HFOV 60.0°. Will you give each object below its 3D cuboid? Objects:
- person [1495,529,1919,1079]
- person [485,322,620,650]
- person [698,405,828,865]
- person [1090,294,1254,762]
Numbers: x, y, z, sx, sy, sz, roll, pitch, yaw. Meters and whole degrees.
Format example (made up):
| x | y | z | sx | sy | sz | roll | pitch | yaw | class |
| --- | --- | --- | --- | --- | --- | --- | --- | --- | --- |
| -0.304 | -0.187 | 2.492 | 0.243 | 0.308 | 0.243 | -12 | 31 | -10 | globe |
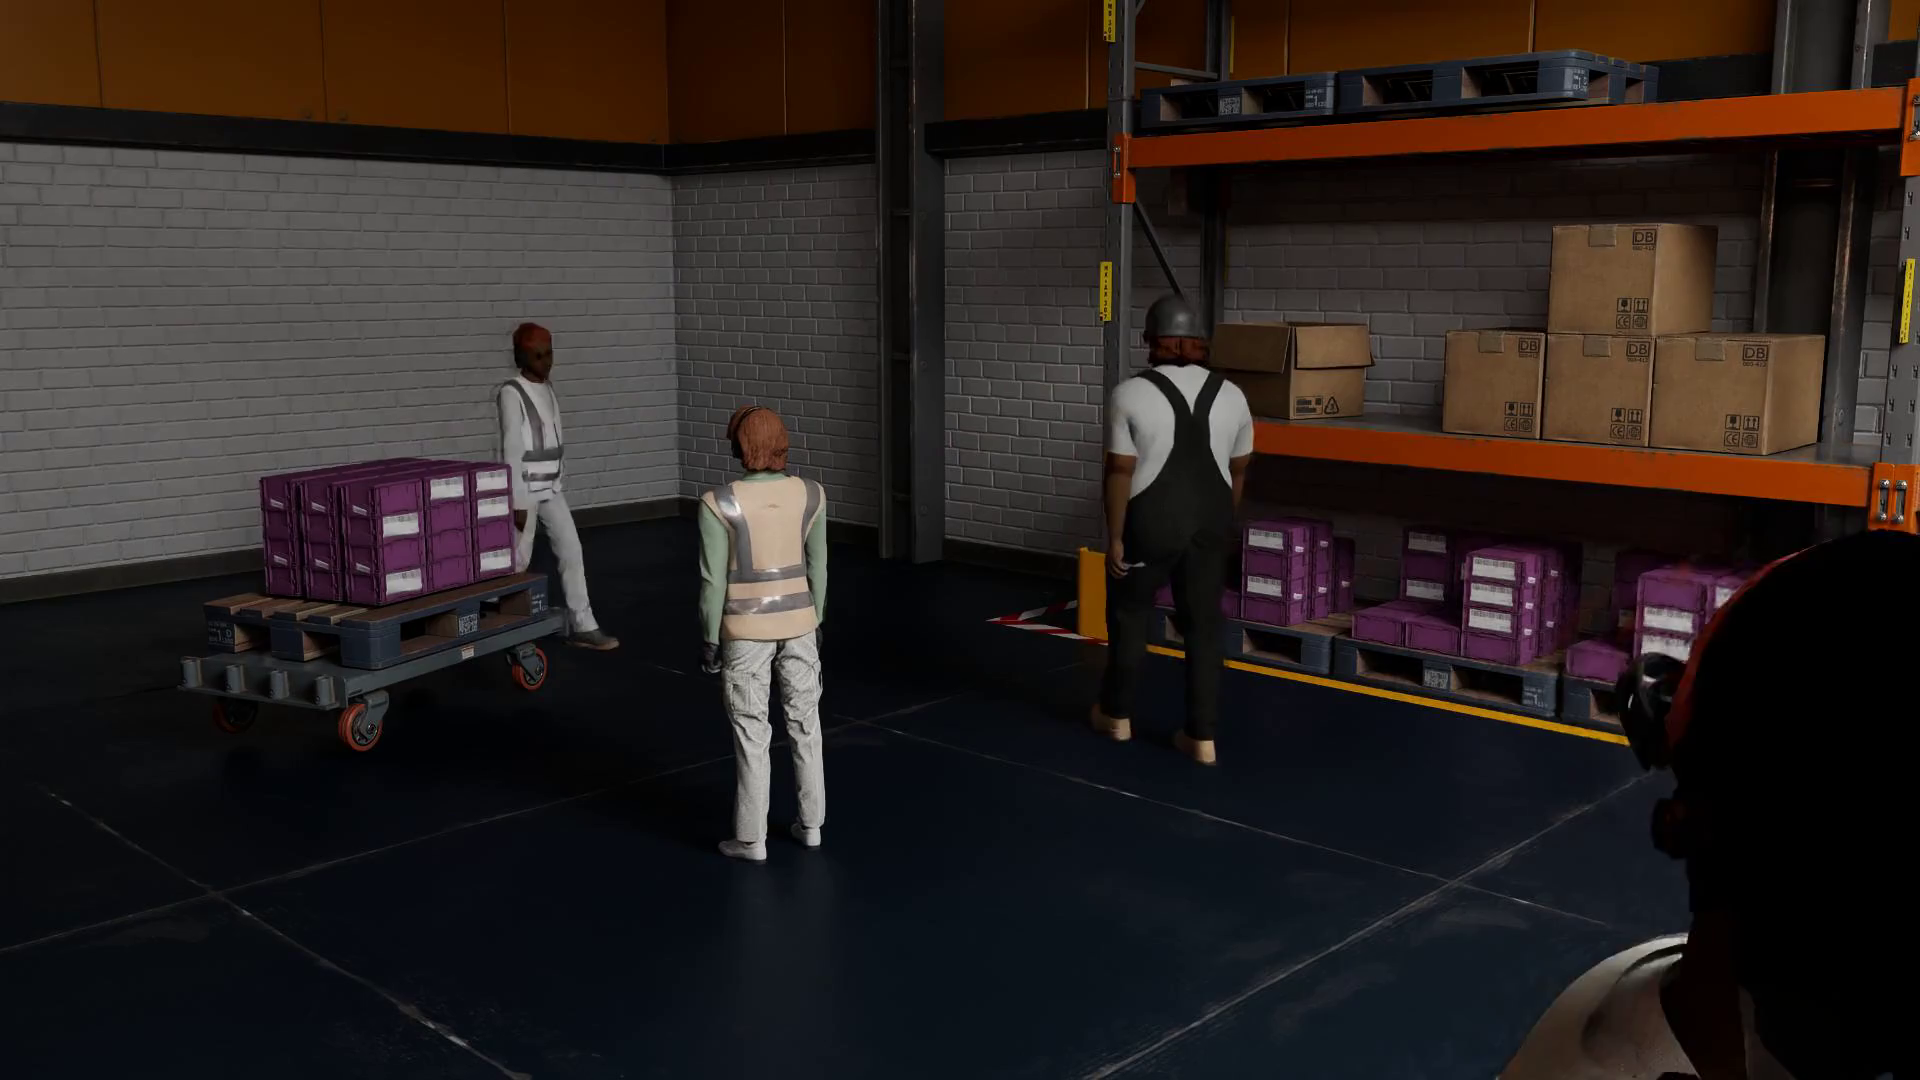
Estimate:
| x | y | z | sx | sy | sz | roll | pitch | yaw | class |
| --- | --- | --- | --- | --- | --- | --- | --- | --- | --- |
| 0.348 | 0.941 | 1.271 | 0.974 | 1.989 | 0.630 | 7 | 12 | 37 | person |
| -2.409 | -0.284 | 9.179 | 0.909 | 1.848 | 0.618 | 2 | 9 | 10 | person |
| -0.696 | 0.340 | 5.947 | 0.515 | 1.642 | 0.314 | -6 | 11 | -33 | person |
| 0.900 | -0.088 | 7.352 | 0.704 | 2.000 | 0.869 | -3 | 10 | -17 | person |
